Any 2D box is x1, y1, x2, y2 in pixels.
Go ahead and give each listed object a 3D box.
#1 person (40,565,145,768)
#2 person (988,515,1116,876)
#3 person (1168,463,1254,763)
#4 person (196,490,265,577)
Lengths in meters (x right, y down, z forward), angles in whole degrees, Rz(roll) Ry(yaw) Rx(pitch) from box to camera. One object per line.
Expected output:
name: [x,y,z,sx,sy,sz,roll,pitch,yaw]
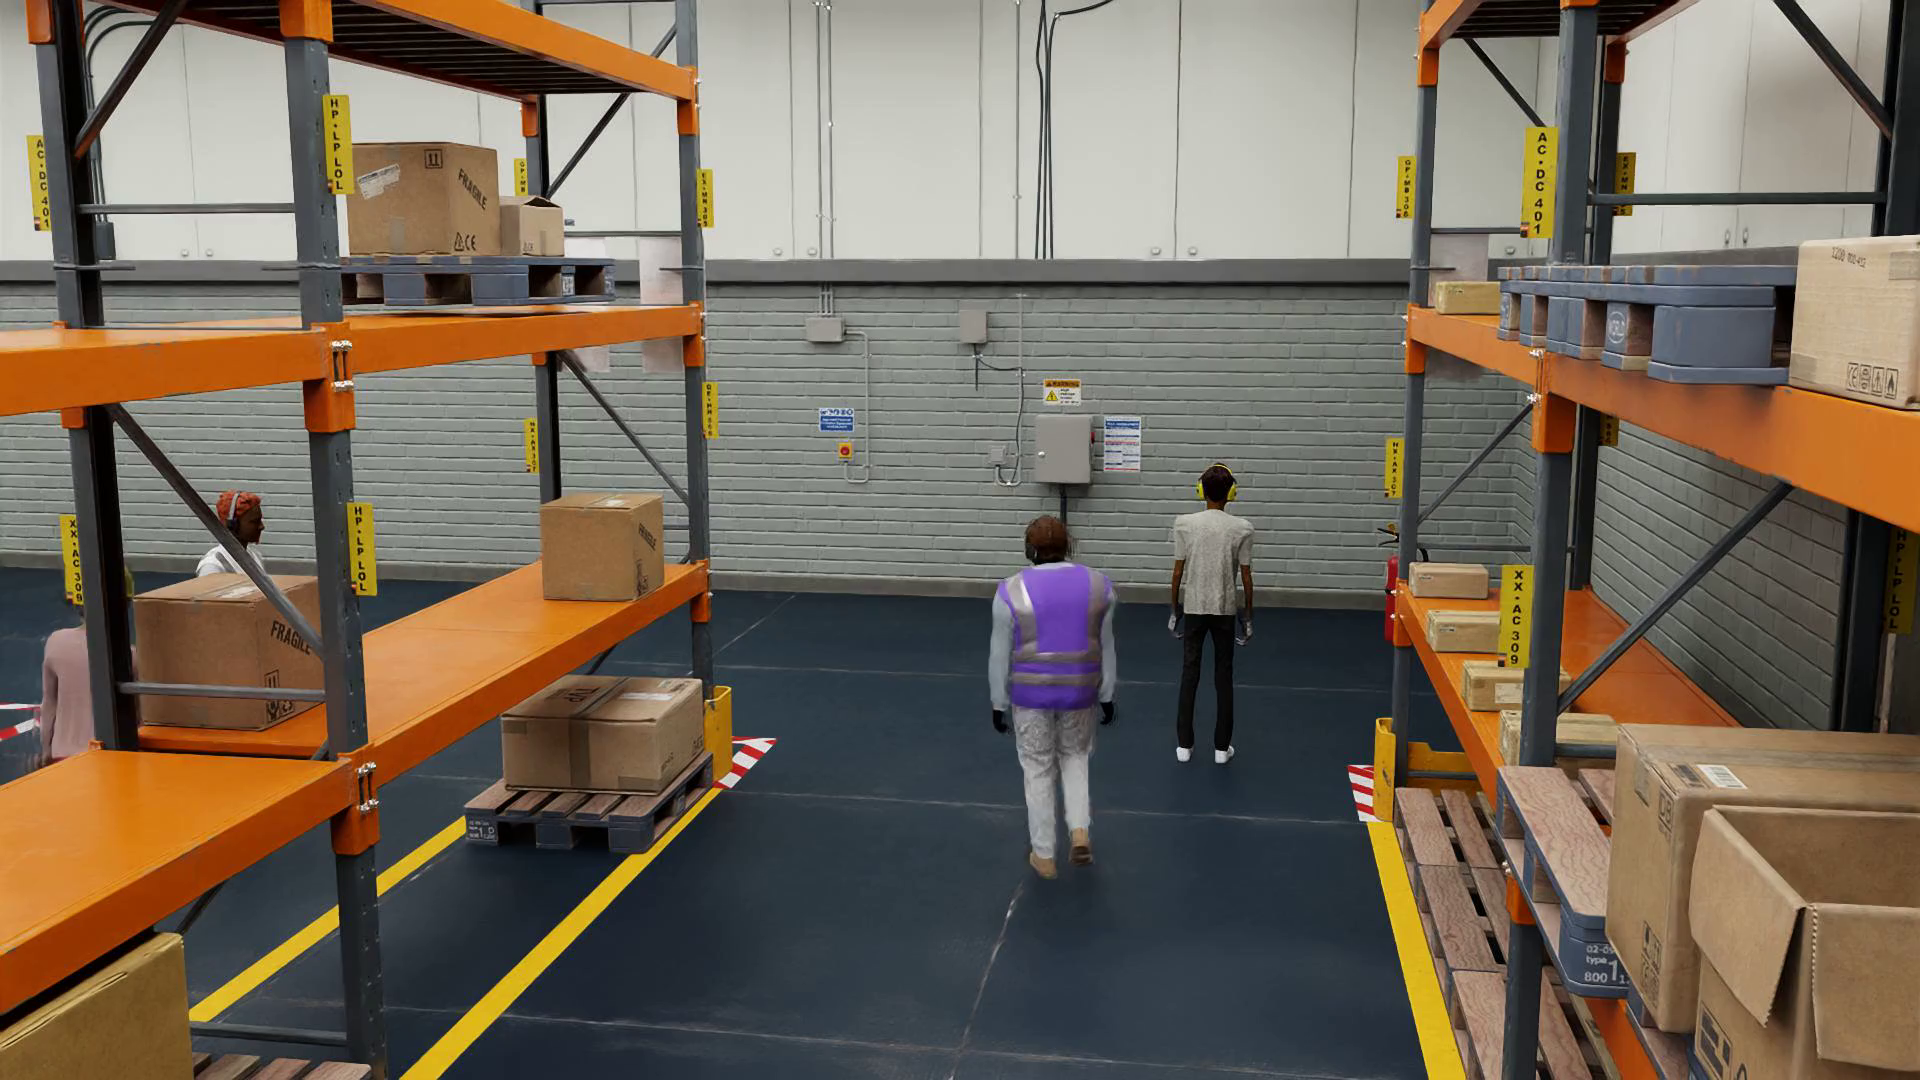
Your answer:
person: [-3.875,0.969,7.434,0.558,1.733,0.511,3,10,20]
person: [0.454,0.785,8.325,0.645,1.823,0.444,-2,9,-11]
person: [1.543,0.456,10.250,0.524,1.866,0.340,2,9,11]
person: [-3.830,0.669,8.878,0.358,1.880,0.575,0,9,1]
